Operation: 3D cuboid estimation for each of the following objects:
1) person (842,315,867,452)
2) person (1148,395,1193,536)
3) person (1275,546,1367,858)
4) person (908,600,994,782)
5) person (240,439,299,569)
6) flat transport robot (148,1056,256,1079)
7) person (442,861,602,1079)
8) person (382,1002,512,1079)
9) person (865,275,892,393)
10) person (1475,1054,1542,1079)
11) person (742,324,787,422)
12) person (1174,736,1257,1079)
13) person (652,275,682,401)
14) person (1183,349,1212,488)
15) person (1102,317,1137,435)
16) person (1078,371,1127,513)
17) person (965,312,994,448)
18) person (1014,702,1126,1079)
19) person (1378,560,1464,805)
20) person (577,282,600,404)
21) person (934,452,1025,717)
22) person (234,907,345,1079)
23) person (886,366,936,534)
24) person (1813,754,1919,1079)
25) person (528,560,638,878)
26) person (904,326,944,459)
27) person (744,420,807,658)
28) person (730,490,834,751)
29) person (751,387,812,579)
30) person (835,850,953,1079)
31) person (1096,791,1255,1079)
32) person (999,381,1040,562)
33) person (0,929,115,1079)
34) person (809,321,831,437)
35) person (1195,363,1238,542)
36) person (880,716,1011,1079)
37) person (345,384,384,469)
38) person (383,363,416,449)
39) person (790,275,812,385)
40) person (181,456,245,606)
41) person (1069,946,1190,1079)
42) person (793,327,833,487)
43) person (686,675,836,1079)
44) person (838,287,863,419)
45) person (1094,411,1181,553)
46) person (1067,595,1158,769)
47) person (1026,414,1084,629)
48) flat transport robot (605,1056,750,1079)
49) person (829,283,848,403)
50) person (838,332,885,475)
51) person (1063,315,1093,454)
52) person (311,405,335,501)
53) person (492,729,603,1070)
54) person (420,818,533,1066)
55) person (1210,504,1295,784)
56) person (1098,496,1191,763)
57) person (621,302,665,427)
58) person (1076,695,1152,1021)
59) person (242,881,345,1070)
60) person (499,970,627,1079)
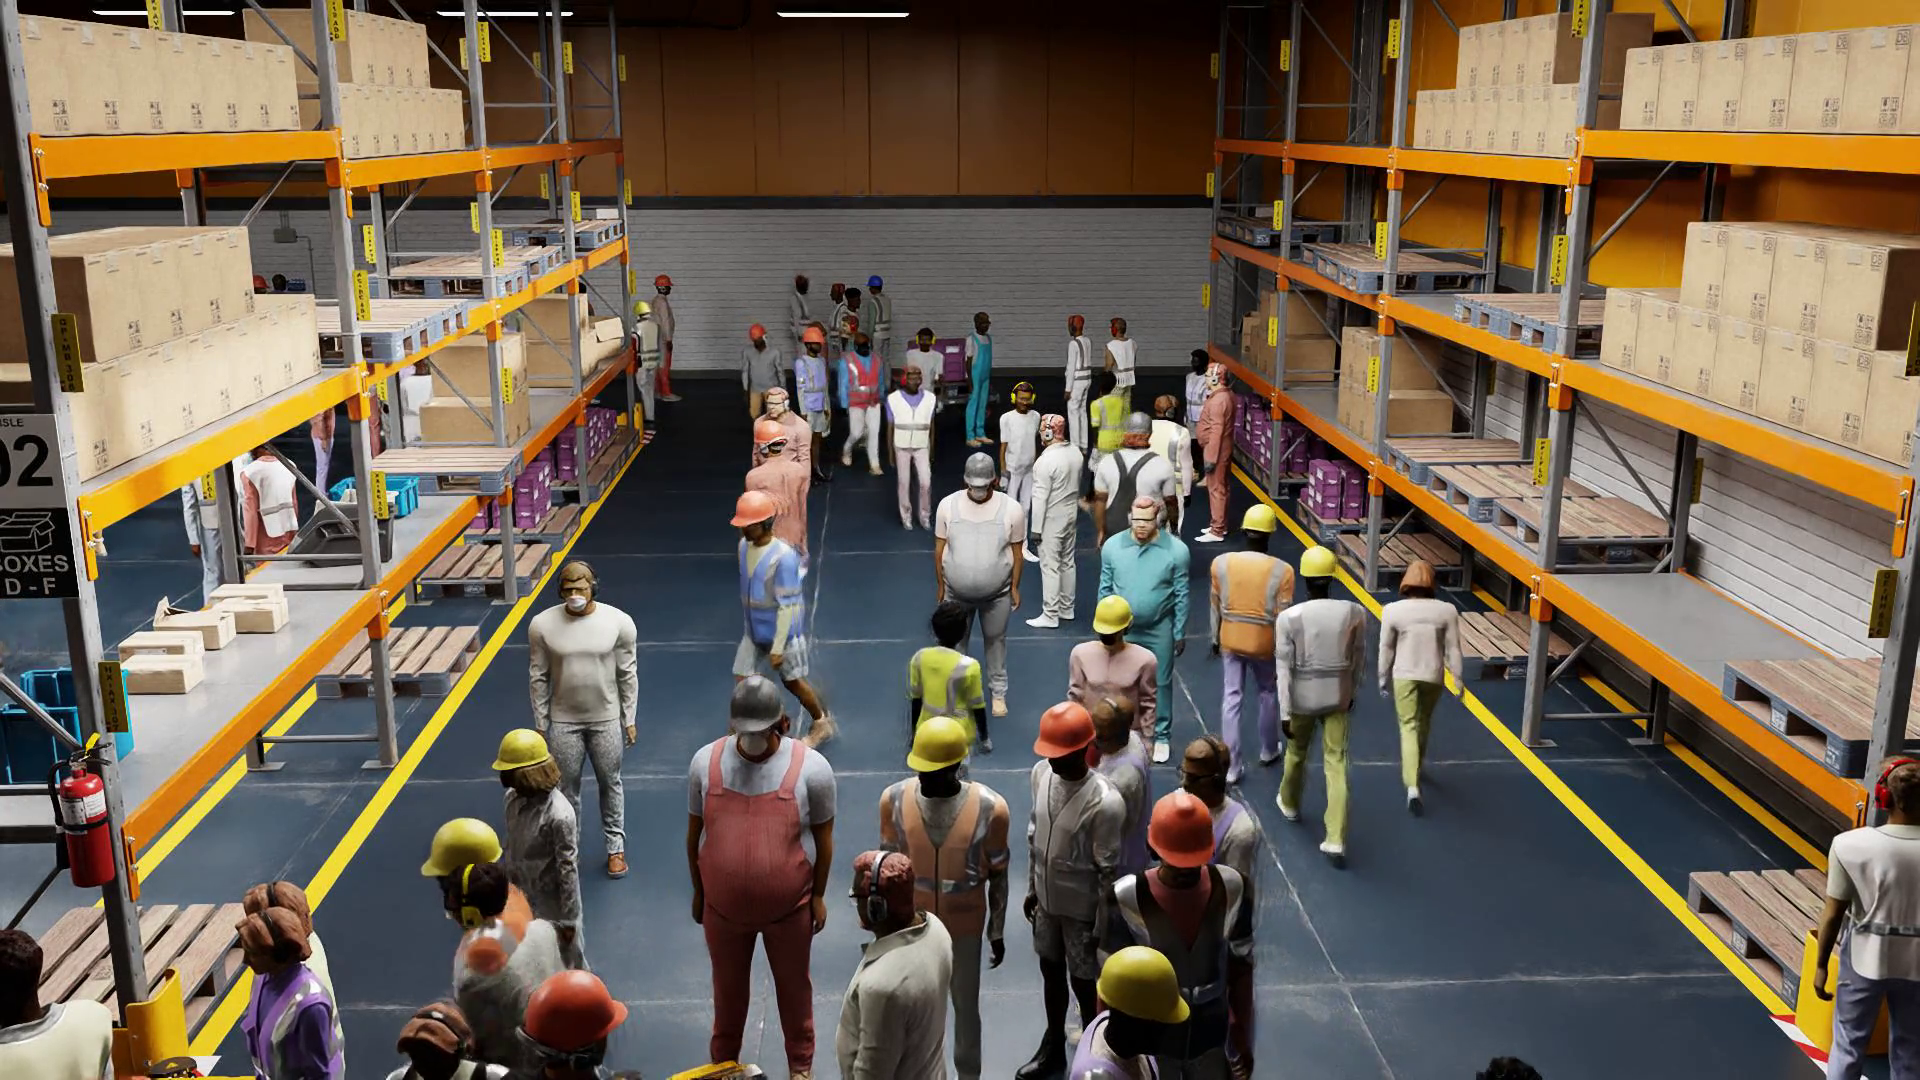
[{"bbox_3d":[-1.386,-2.117,22.445,0.393,1.836,0.561,-2,14,-9],"label":"person"},{"bbox_3d":[1.962,-0.486,16.032,0.621,1.840,0.430,10,17,33],"label":"person"},{"bbox_3d":[2.212,0.971,10.257,0.588,1.885,1.007,-1,14,-3],"label":"person"},{"bbox_3d":[-0.117,1.172,9.858,0.813,1.658,0.521,-12,19,-40],"label":"person"},{"bbox_3d":[-5.854,-0.050,14.189,0.400,1.908,0.600,4,15,16],"label":"person"},{"bbox_3d":[-3.319,2.624,6.946,0.652,0.197,1.431,0,14,-1],"label":"flat transport robot"},{"bbox_3d":[-1.598,2.043,6.226,1.008,1.796,0.497,4,15,15],"label":"person"},{"bbox_3d":[-1.660,2.282,5.596,0.525,1.620,0.448,2,14,9],"label":"person"},{"bbox_3d":[-1.327,-3.308,26.916,0.420,1.939,0.609,7,16,26],"label":"person"},{"bbox_3d":[1.633,2.411,4.989,0.556,1.672,0.576,-3,15,-11],"label":"person"},{"bbox_3d":[-2.634,-2.053,22.385,0.644,1.728,0.420,2,14,8],"label":"person"},{"bbox_3d":[0.998,1.745,7.311,0.844,1.813,0.526,-11,18,-36],"label":"person"},{"bbox_3d":[-4.689,-3.206,26.394,0.376,1.995,0.612,-7,16,-24],"label":"person"},{"bbox_3d":[2.925,-1.488,20.259,0.320,1.693,0.536,-10,17,-33],"label":"person"},{"bbox_3d":[2.131,-2.027,22.095,0.567,1.838,0.386,-13,20,-42],"label":"person"},{"bbox_3d":[1.654,-1.066,18.654,0.546,1.650,0.859,-9,17,-33],"label":"person"},{"bbox_3d":[0.272,-2.200,22.744,0.342,1.845,0.506,11,18,37],"label":"person"},{"bbox_3d":[0.482,1.636,7.533,0.391,1.925,0.551,-11,18,-38],"label":"person"},{"bbox_3d":[3.052,0.929,10.990,0.562,1.582,0.845,1,14,4],"label":"person"},{"bbox_3d":[-5.861,-3.091,26.126,0.397,1.910,0.587,-5,15,-19],"label":"person"},{"bbox_3d":[0.136,0.331,12.418,0.676,2.000,0.536,1,14,5],"label":"person"},{"bbox_3d":[-2.464,2.121,6.213,0.323,1.631,0.526,-13,20,-42],"label":"person"},{"bbox_3d":[-0.521,-0.970,17.934,0.569,1.826,0.609,-3,15,-12],"label":"person"},{"bbox_3d":[3.911,1.811,7.020,0.564,1.835,0.405,3,15,10],"label":"person"},{"bbox_3d":[-2.199,1.056,9.778,0.630,1.940,0.372,-2,14,-8],"label":"person"},{"bbox_3d":[-0.477,-1.795,21.164,0.573,1.839,0.807,1,14,4],"label":"person"},{"bbox_3d":[-1.544,-0.011,13.879,0.614,1.987,0.408,-14,20,-43],"label":"person"},{"bbox_3d":[-1.308,0.609,11.453,0.604,1.986,1.092,13,19,42],"label":"person"},{"bbox_3d":[-1.749,-0.544,16.155,0.639,1.899,0.398,7,16,24],"label":"person"},{"bbox_3d":[-0.251,2.027,6.062,0.400,1.896,0.653,4,15,14],"label":"person"},{"bbox_3d":[0.823,1.895,6.320,0.613,2.028,0.409,-3,15,-11],"label":"person"},{"bbox_3d":[0.617,-0.672,16.713,0.512,1.864,0.330,-11,18,-36],"label":"person"},{"bbox_3d":[-2.981,2.173,5.458,0.394,1.911,0.584,4,15,16],"label":"person"},{"bbox_3d":[-1.976,-2.261,23.407,0.285,1.632,0.499,3,15,11],"label":"person"},{"bbox_3d":[2.697,-0.925,17.618,0.401,1.910,0.641,6,15,21],"label":"person"},{"bbox_3d":[-0.075,1.679,7.360,0.589,1.924,0.383,2,14,9],"label":"person"},{"bbox_3d":[-7.569,-1.870,21.178,0.620,1.985,0.408,4,15,15],"label":"person"},{"bbox_3d":[-7.117,-1.841,21.172,0.363,1.928,0.587,7,16,25],"label":"person"},{"bbox_3d":[-2.647,-3.502,27.845,0.350,1.868,0.660,4,15,17],"label":"person"},{"bbox_3d":[-6.398,-0.090,14.346,0.411,1.906,0.602,8,17,30],"label":"person"},{"bbox_3d":[0.525,2.187,5.395,0.394,1.913,0.591,3,15,11],"label":"person"},{"bbox_3d":[-1.784,-1.632,20.323,0.350,1.942,0.545,8,16,28],"label":"person"},{"bbox_3d":[-0.909,1.582,7.510,0.683,2.000,0.538,1,14,3],"label":"person"},{"bbox_3d":[-1.619,-2.793,24.830,0.367,1.964,0.609,4,15,15],"label":"person"},{"bbox_3d":[1.567,-0.143,14.281,0.693,2.000,1.005,8,16,29],"label":"person"},{"bbox_3d":[0.881,1.162,9.723,0.525,1.759,0.337,3,15,12],"label":"person"},{"bbox_3d":[0.819,-0.170,14.669,0.399,1.902,0.643,10,17,34],"label":"person"},{"bbox_3d":[-0.974,2.601,7.037,0.652,0.197,1.431,-9,17,-30],"label":"flat transport robot"},{"bbox_3d":[-1.898,-3.098,26.199,0.355,1.882,0.575,-4,15,-15],"label":"person"},{"bbox_3d":[-1.235,-1.730,20.961,0.649,1.816,0.585,-8,16,-29],"label":"person"},{"bbox_3d":[1.560,-2.051,22.103,0.361,1.877,0.585,7,16,27],"label":"person"},{"bbox_3d":[-7.181,-1.170,18.861,0.328,1.767,0.530,-3,15,-13],"label":"person"},{"bbox_3d":[-1.937,1.690,7.703,0.488,1.736,0.362,12,19,40],"label":"person"},{"bbox_3d":[-1.763,1.954,6.306,0.441,1.917,0.597,-2,14,-8],"label":"person"},{"bbox_3d":[2.004,0.675,11.369,0.590,1.897,0.840,6,15,21],"label":"person"},{"bbox_3d":[1.266,0.617,11.589,0.648,1.900,0.399,4,15,17],"label":"person"},{"bbox_3d":[-4.627,-2.567,24.271,0.614,1.807,0.650,-13,19,-41],"label":"person"},{"bbox_3d":[0.767,1.583,7.987,0.421,1.809,0.591,4,15,15],"label":"person"},{"bbox_3d":[-2.532,2.068,6.417,0.321,1.630,0.520,-4,15,-16],"label":"person"},{"bbox_3d":[-1.142,2.231,5.049,0.608,1.996,0.381,11,18,38],"label":"person"}]
